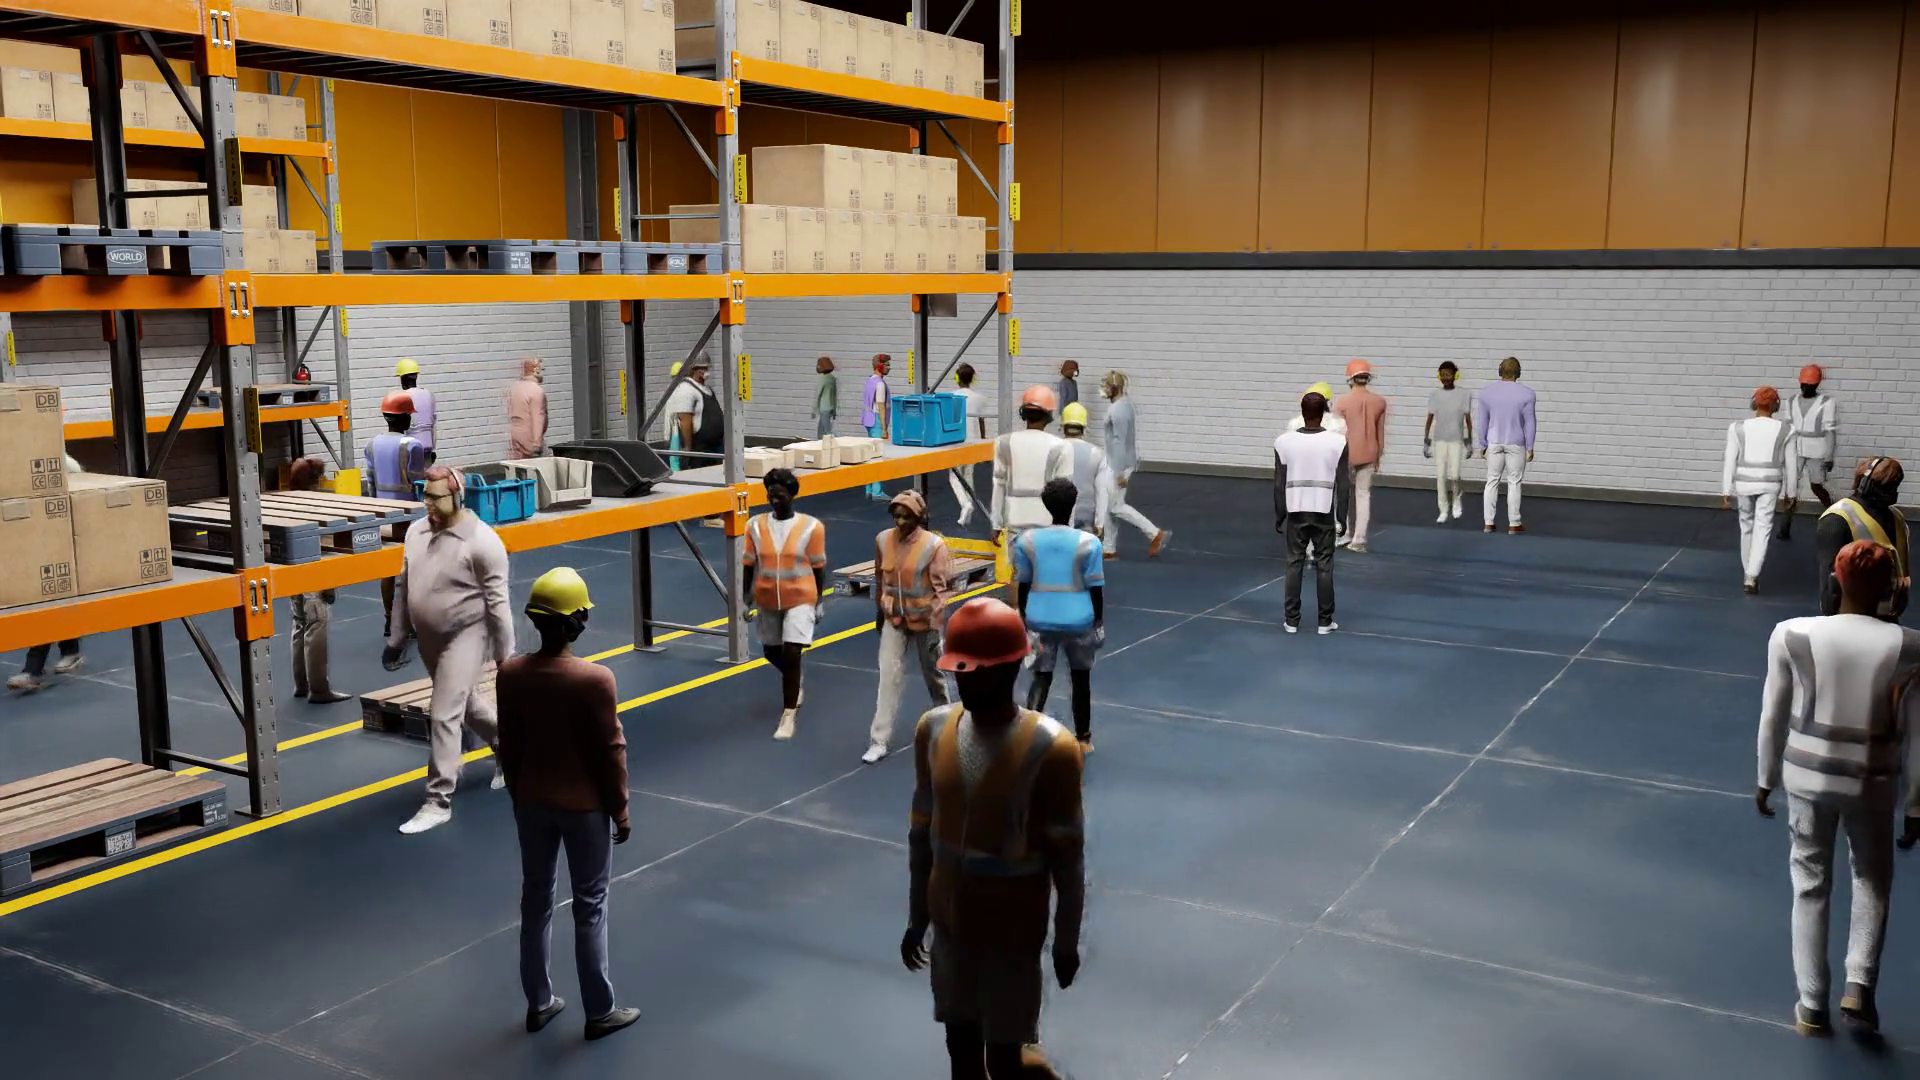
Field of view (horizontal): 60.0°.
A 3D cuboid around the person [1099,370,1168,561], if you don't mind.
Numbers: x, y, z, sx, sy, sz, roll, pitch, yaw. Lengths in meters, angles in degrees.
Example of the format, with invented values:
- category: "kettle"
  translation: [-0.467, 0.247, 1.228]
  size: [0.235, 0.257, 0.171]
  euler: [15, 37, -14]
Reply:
- category: "person"
  translation: [1.626, -0.711, 16.276]
  size: [0.733, 1.914, 0.628]
  euler: [1, 9, 7]

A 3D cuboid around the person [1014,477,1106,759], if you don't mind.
- category: "person"
  translation: [0.549, 0.485, 9.553]
  size: [0.547, 1.680, 0.638]
  euler: [3, 10, 18]

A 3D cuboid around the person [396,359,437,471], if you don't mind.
- category: "person"
  translation: [-5.906, -0.993, 17.983]
  size: [0.385, 1.922, 0.594]
  euler: [4, 10, 25]

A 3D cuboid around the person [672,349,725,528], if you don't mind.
- category: "person"
  translation: [-2.923, -1.131, 18.483]
  size: [0.675, 2.000, 0.694]
  euler: [2, 9, 10]

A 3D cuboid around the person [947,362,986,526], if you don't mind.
- category: "person"
  translation: [0.059, -1.047, 18.543]
  size: [0.505, 1.859, 0.658]
  euler: [-3, 9, -16]

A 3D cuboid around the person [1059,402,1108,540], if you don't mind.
- category: "person"
  translation: [0.885, -0.195, 13.330]
  size: [0.604, 1.819, 0.638]
  euler: [1, 9, 3]

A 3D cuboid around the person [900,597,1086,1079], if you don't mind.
- category: "person"
  translation: [0.115, 1.099, 4.927]
  size: [0.551, 1.921, 0.516]
  euler: [6, 11, 35]

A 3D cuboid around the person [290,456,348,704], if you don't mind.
- category: "person"
  translation: [-4.307, 0.266, 11.042]
  size: [0.313, 1.635, 0.534]
  euler: [-9, 12, -43]

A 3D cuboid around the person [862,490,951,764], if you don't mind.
- category: "person"
  translation: [-0.286, 0.478, 9.848]
  size: [0.550, 1.592, 0.861]
  euler: [5, 10, 28]

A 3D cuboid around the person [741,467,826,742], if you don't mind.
- category: "person"
  translation: [-1.078, 0.358, 10.361]
  size: [0.535, 1.667, 0.755]
  euler: [2, 9, 11]

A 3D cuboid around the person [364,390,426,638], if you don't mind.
- category: "person"
  translation: [-4.346, -0.198, 12.976]
  size: [0.544, 1.939, 0.354]
  euler: [3, 10, 21]

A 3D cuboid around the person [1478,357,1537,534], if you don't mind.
- category: "person"
  translation: [5.964, -1.028, 18.156]
  size: [0.631, 1.940, 0.372]
  euler: [6, 11, 33]

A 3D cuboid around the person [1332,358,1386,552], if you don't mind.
- category: "person"
  translation: [4.039, -0.859, 16.972]
  size: [0.635, 1.978, 0.449]
  euler: [-2, 9, -11]

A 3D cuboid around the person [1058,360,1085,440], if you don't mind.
- category: "person"
  translation: [1.575, -1.752, 23.669]
  size: [0.350, 1.621, 0.504]
  euler: [6, 11, 32]

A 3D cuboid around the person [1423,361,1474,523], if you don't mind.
- category: "person"
  translation: [5.570, -1.118, 18.963]
  size: [0.561, 1.853, 0.418]
  euler: [5, 11, 30]

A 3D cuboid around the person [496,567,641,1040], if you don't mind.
- category: "person"
  translation: [-1.462, 0.976, 6.184]
  size: [0.525, 1.769, 0.308]
  euler: [3, 10, 19]

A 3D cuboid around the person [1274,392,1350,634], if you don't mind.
- category: "person"
  translation: [2.763, -0.208, 13.113]
  size: [0.591, 1.916, 0.393]
  euler: [3, 10, 17]

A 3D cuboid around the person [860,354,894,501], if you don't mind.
- category: "person"
  translation: [-1.041, -1.404, 20.798]
  size: [0.374, 1.840, 0.571]
  euler: [-3, 10, -19]

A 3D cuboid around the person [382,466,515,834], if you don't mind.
- category: "person"
  translation: [-2.619, 0.517, 8.765]
  size: [0.623, 1.871, 0.968]
  euler: [6, 11, 33]

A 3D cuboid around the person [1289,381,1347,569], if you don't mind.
- category: "person"
  translation: [3.425, -0.608, 15.920]
  size: [0.586, 1.814, 0.457]
  euler: [5, 10, 29]

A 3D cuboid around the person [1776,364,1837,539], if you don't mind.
- category: "person"
  translation: [9.177, -0.964, 17.941]
  size: [0.906, 1.895, 0.590]
  euler: [-7, 12, -39]

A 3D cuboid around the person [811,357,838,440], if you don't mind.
- category: "person"
  translation: [-1.961, -1.935, 24.830]
  size: [0.764, 1.607, 0.498]
  euler: [3, 10, 20]

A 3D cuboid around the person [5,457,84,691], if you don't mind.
- category: "person"
  translation: [-6.393, 0.038, 11.497]
  size: [0.646, 1.938, 1.017]
  euler: [0, 9, 2]

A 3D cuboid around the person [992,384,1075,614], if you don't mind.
- category: "person"
  translation: [0.549, -0.139, 12.333]
  size: [0.629, 2.023, 0.452]
  euler: [2, 9, 15]

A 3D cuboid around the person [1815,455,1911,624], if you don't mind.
- category: "person"
  translation: [5.050, 0.443, 9.299]
  size: [0.622, 1.838, 0.429]
  euler: [-5, 10, -29]

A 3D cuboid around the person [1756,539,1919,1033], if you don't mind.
- category: "person"
  translation: [3.289, 0.921, 6.217]
  size: [0.578, 1.870, 0.412]
  euler: [4, 10, 25]

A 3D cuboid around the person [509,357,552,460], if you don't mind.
- category: "person"
  translation: [-4.886, -1.149, 19.066]
  size: [0.666, 1.885, 0.564]
  euler: [9, 13, 44]

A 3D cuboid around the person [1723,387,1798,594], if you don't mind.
- category: "person"
  translation: [7.168, -0.455, 14.914]
  size: [0.590, 1.841, 0.978]
  euler: [6, 11, 31]

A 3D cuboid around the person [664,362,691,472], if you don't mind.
- category: "person"
  translation: [-3.407, -1.290, 20.348]
  size: [0.339, 1.767, 0.530]
  euler: [8, 12, 43]
